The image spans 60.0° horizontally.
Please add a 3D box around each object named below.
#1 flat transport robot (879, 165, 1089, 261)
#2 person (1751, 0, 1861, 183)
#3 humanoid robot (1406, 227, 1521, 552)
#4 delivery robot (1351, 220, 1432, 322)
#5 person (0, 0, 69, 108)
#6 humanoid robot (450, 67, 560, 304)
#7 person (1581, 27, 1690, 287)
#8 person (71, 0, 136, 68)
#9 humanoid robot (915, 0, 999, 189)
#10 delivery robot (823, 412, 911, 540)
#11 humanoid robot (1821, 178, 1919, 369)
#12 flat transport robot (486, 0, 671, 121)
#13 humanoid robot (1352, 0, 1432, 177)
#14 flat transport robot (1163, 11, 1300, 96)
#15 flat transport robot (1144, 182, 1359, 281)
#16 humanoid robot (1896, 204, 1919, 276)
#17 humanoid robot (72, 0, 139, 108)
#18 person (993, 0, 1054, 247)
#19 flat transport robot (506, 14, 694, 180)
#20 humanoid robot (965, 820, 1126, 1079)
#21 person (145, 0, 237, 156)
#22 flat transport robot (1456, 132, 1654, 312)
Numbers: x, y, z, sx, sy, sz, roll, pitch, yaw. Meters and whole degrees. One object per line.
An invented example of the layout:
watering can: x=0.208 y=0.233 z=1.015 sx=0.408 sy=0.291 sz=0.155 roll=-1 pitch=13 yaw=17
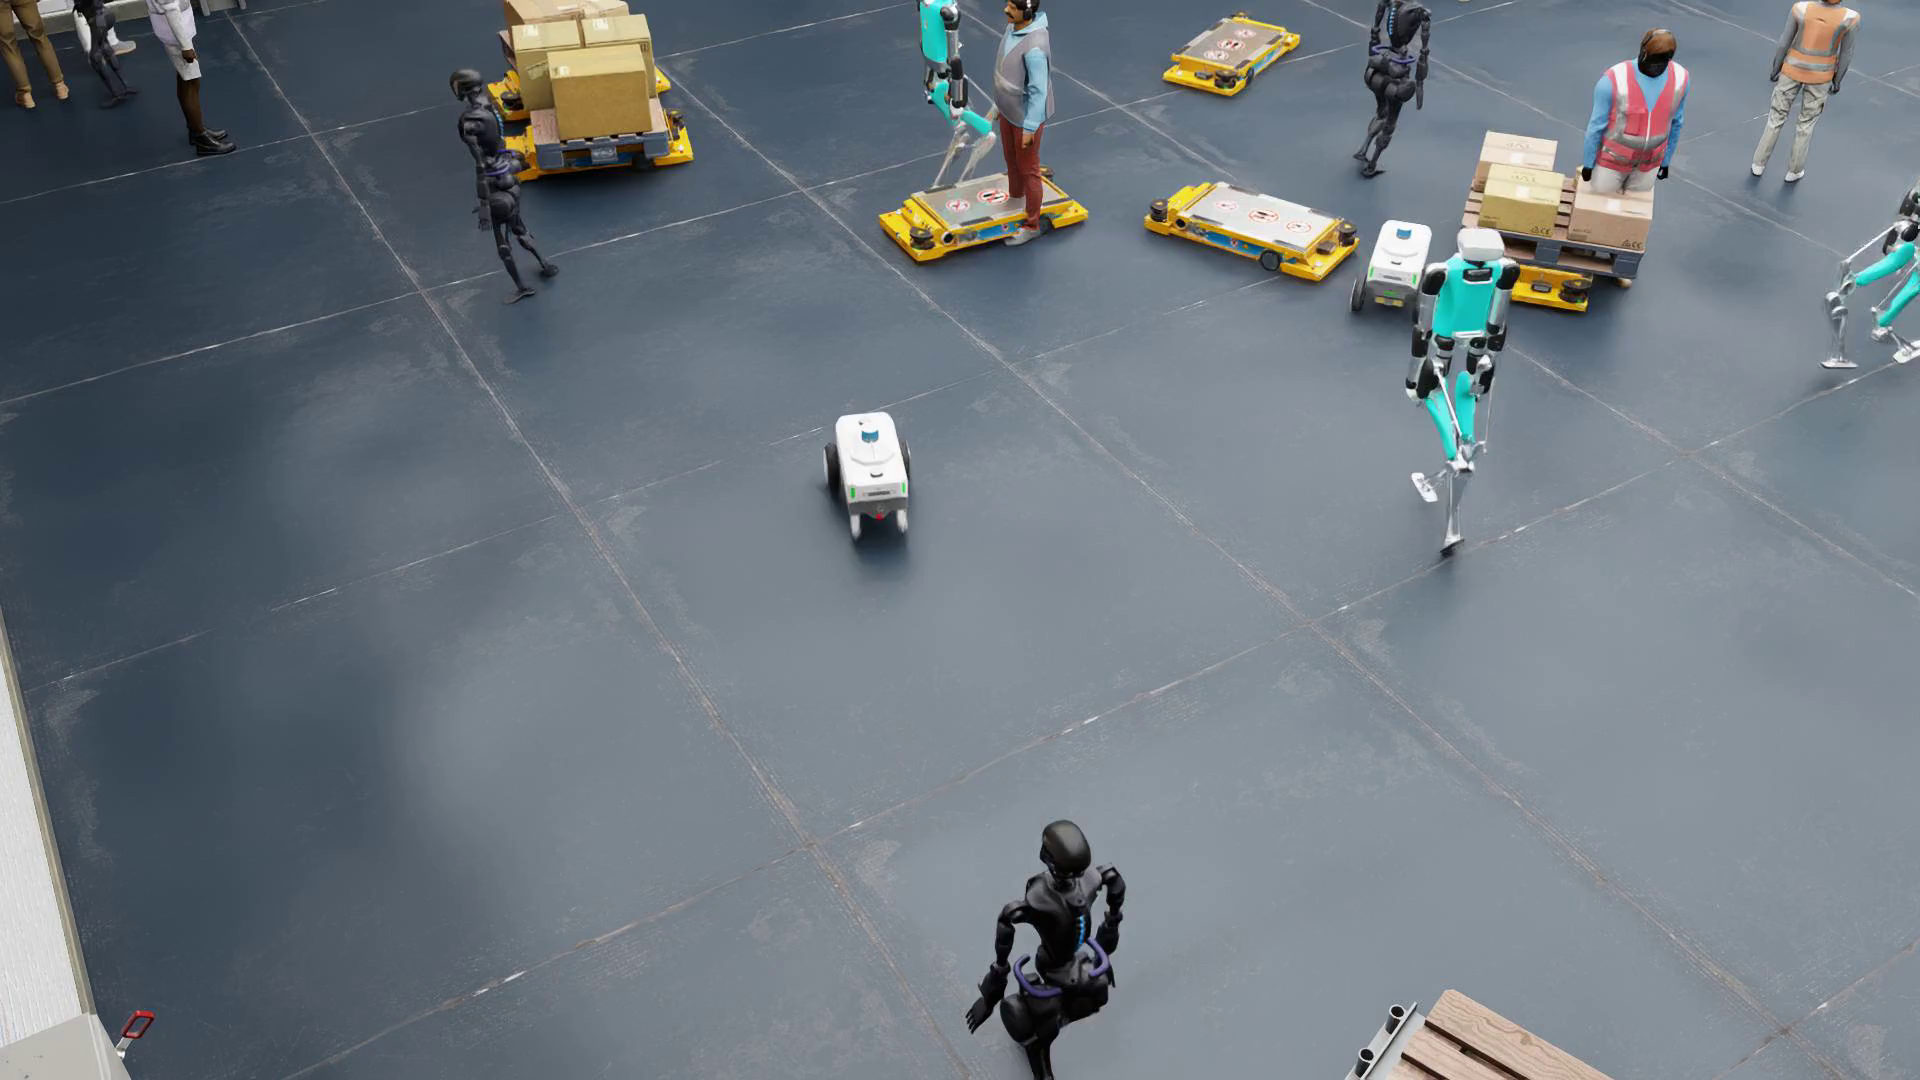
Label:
flat transport robot: x=0.179 y=-2.437 z=12.367 sx=1.431 sy=0.231 sz=0.659 roll=-18 pitch=42 yaw=-21
person: x=6.420 y=-3.513 z=12.619 sx=0.521 sy=1.639 sz=0.304 roll=20 pitch=43 yaw=24
humanoid robot: x=2.784 y=-0.735 z=9.051 sx=0.530 sy=1.768 sz=0.965 roll=-5 pitch=39 yaw=-7
delivery robot: x=3.005 y=-1.869 z=11.428 sx=0.499 sy=0.605 sz=0.781 roll=13 pitch=40 yaw=15
person: x=-7.844 y=-4.451 z=13.701 sx=0.531 sy=1.767 sz=0.363 roll=-28 pitch=46 yaw=-30
humanoid robot: x=-3.044 y=-2.388 z=11.176 sx=0.467 sy=1.648 sz=0.618 roll=0 pitch=38 yaw=0
person: x=4.531 y=-2.584 z=11.296 sx=0.633 sy=1.834 sz=0.430 roll=-1 pitch=38 yaw=-1
person: x=-7.630 y=-5.005 z=14.334 sx=0.647 sy=1.850 sz=0.656 roll=3 pitch=39 yaw=4
humanoid robot: x=0.029 y=-3.349 z=12.367 sx=0.665 sy=1.839 sz=0.541 roll=-19 pitch=42 yaw=-22
delivery robot: x=-0.514 y=-0.414 z=9.594 sx=0.499 sy=0.606 sz=0.796 roll=-6 pitch=39 yaw=-8
humanoid robot: x=5.839 y=-1.763 z=10.327 sx=1.011 sy=1.708 sz=0.540 roll=-13 pitch=40 yaw=-15
flat transport robot: x=-3.266 y=-3.916 z=14.233 sx=1.431 sy=0.231 sz=0.659 roll=-17 pitch=42 yaw=-21
humanoid robot: x=3.292 y=-3.564 z=12.649 sx=0.326 sy=1.647 sz=0.601 roll=-24 pitch=44 yaw=-27
flat transport robot: x=2.422 y=-4.314 z=14.736 sx=0.659 sy=0.231 sz=1.431 roll=22 pitch=43 yaw=26
flat transport robot: x=2.132 y=-2.293 z=12.185 sx=1.431 sy=0.231 sz=0.659 roll=24 pitch=44 yaw=27
humanoid robot: x=6.849 y=-2.625 z=11.479 sx=0.540 sy=1.846 sz=0.758 roll=6 pitch=39 yaw=7
humanoid robot: x=-7.211 y=-4.428 z=13.739 sx=0.375 sy=1.648 sz=0.611 roll=-30 pitch=47 yaw=-32
person: x=0.442 y=-3.021 z=11.804 sx=0.410 sy=1.883 sz=0.533 roll=-15 pitch=41 yaw=-18
flat transport robot: x=-2.888 y=-3.160 z=13.279 sx=1.431 sy=0.231 sz=0.659 roll=-9 pitch=39 yaw=-11
humanoid robot: x=0.297 y=1.600 z=6.158 sx=0.600 sy=1.635 sz=0.722 roll=-19 pitch=42 yaw=-22
person: x=-6.071 y=-3.965 z=12.954 sx=0.373 sy=1.935 sz=0.550 roll=-20 pitch=43 yaw=-23
flat transport robot: x=4.210 y=-2.095 z=11.935 sx=0.659 sy=0.231 sz=1.431 roll=13 pitch=40 yaw=15
